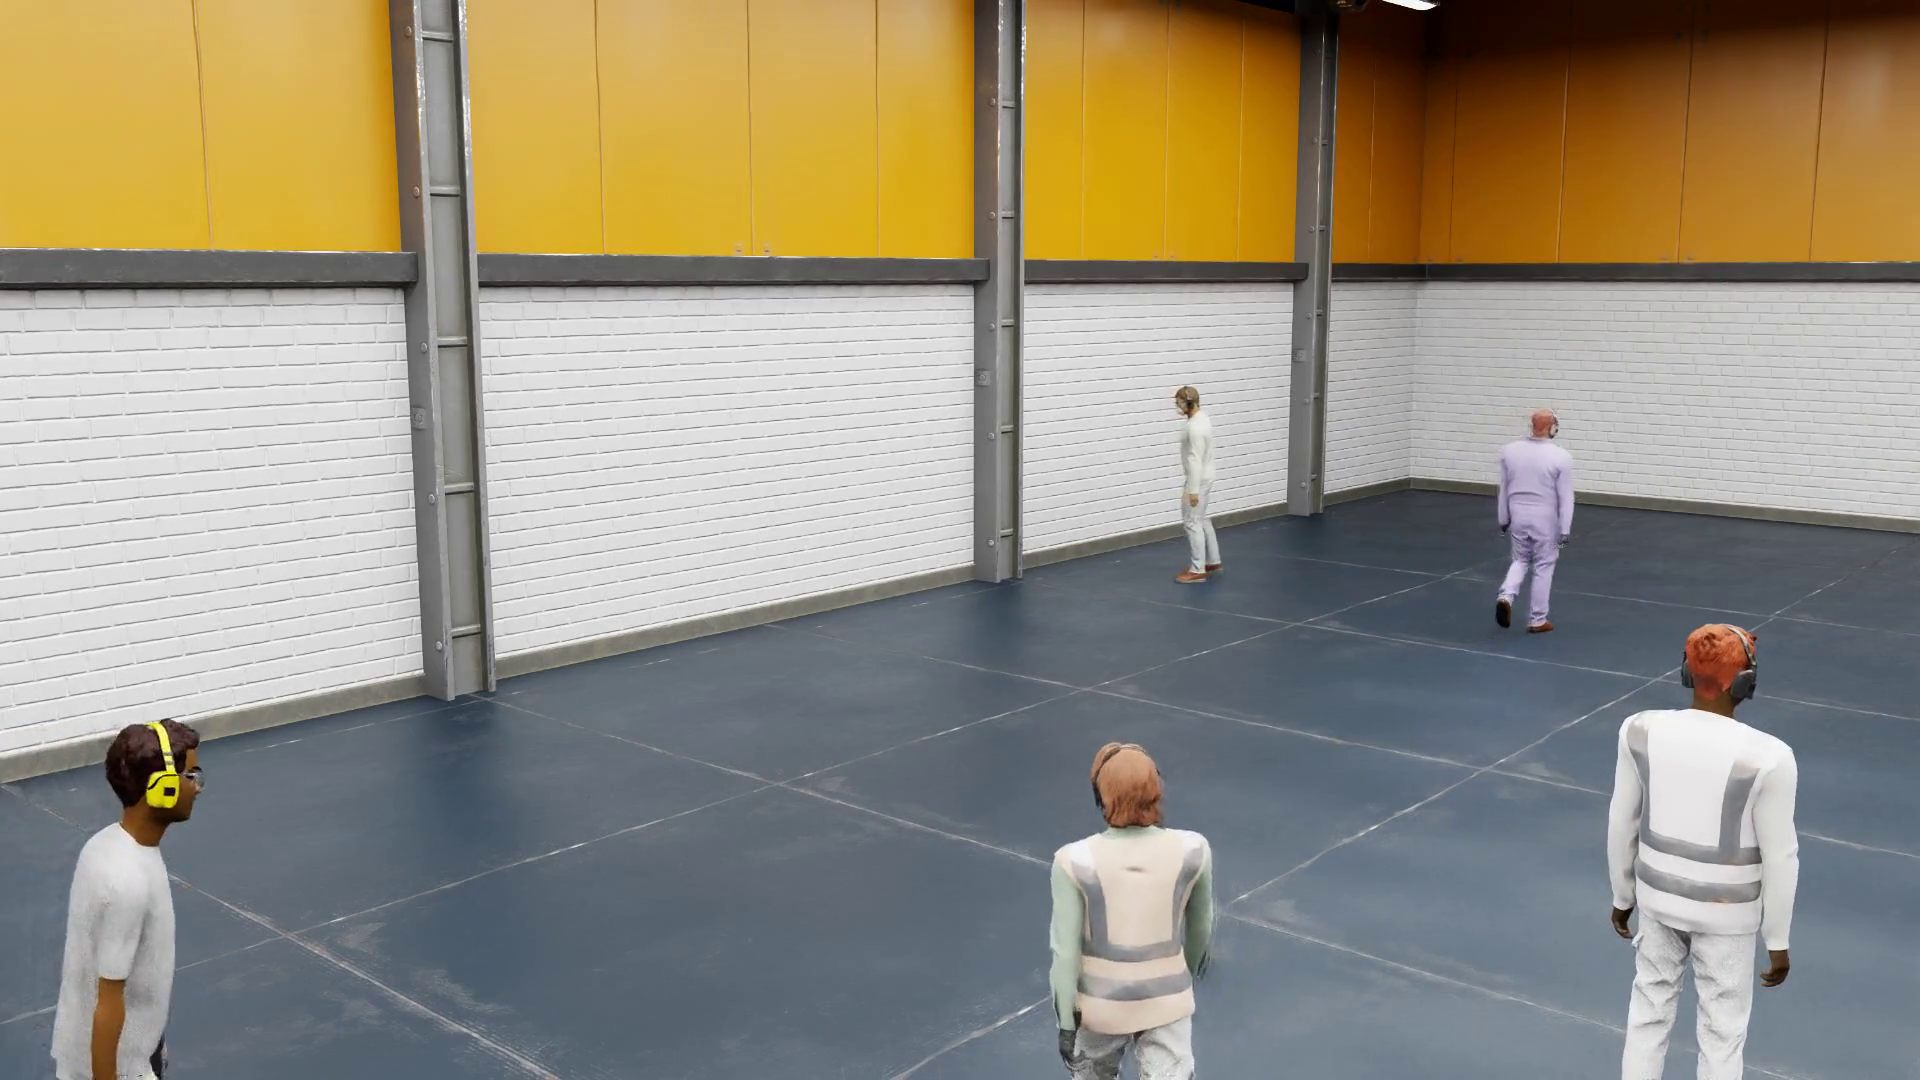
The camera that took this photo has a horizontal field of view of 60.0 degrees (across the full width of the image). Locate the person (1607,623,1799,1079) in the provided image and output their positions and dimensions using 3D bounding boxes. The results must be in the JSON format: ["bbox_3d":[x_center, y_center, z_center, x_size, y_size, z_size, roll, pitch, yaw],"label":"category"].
[{"bbox_3d":[2.369,1.196,5.338,0.337,1.882,0.585,-8,12,-41],"label":"person"}]

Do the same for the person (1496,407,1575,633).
[{"bbox_3d":[4.741,-0.147,13.737,0.543,1.892,0.668,-8,12,-41],"label":"person"}]

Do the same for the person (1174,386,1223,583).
[{"bbox_3d":[2.340,-0.542,16.157,0.514,1.915,0.724,2,9,10],"label":"person"}]

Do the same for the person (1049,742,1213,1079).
[{"bbox_3d":[0.515,1.398,4.975,0.516,1.595,0.852,-1,9,-6],"label":"person"}]

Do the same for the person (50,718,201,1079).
[{"bbox_3d":[-2.217,1.391,4.381,1.003,1.818,0.571,-6,11,-34],"label":"person"}]
